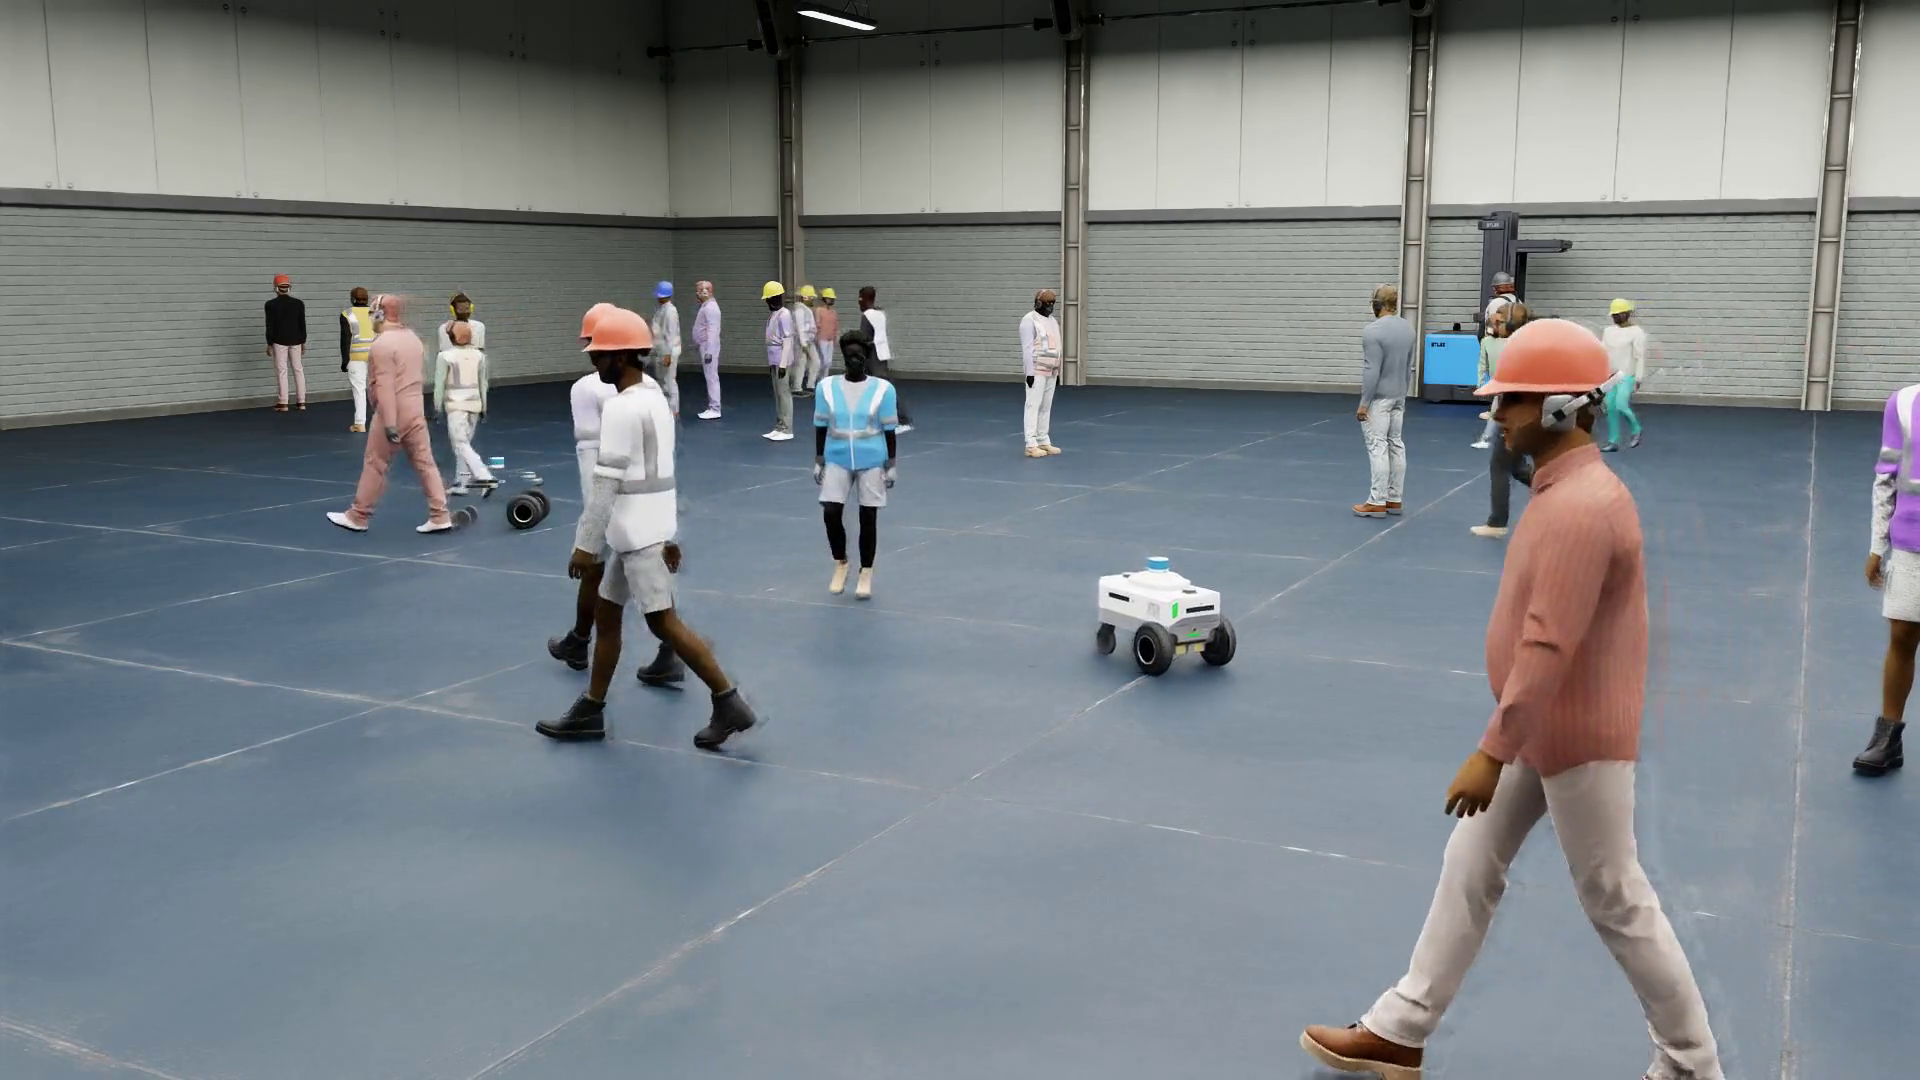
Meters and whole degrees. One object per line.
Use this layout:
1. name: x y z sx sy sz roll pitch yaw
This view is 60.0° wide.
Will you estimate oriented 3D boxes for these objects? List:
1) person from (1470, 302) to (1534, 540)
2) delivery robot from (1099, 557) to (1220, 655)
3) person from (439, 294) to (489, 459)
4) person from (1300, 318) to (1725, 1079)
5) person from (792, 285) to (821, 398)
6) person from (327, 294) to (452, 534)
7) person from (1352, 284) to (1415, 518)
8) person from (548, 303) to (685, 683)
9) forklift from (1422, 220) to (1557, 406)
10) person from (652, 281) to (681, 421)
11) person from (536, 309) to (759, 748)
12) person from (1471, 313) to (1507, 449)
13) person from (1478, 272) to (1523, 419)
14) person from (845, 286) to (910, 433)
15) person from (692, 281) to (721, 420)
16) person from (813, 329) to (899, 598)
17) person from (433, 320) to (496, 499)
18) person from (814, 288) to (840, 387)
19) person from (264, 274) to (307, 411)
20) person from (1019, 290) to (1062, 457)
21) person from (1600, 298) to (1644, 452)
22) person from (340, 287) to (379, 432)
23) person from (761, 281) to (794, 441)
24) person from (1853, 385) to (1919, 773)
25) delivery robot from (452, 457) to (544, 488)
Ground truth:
1. person: 4.310 -0.895 12.632 0.721 1.821 0.549 6 11 34
2. delivery robot: 1.044 0.333 8.776 0.477 0.478 0.707 -5 11 -30
3. person: -5.369 -1.734 17.888 0.521 1.809 0.694 -8 12 -39
4. person: 1.396 0.451 3.965 1.014 1.943 0.609 1 9 8
5. person: -2.452 -3.207 26.889 0.586 1.807 0.622 2 9 13
6. person: -4.455 -0.967 12.949 0.998 1.860 0.661 2 9 12
7. person: 3.547 -1.168 13.939 0.637 1.936 0.355 -8 12 -42
8. person: -1.726 -0.237 8.356 0.994 1.882 0.566 8 12 42
9. forklift: 8.245 -3.527 25.720 1.873 2.768 1.129 5 10 27
10. person: -4.017 -2.570 22.704 0.396 1.910 0.667 -5 10 -26
11. person: -1.341 -0.042 7.161 0.992 1.900 0.564 0 9 3
12. person: 6.309 -1.852 19.317 0.914 1.562 0.505 -5 11 -30
13. person: 7.464 -2.682 23.088 0.688 2.000 0.536 -8 12 -40
14. person: -1.095 -2.277 21.048 1.040 1.859 0.583 2 9 10
15. person: -3.512 -2.632 23.072 0.402 1.904 0.652 -2 9 -9
16. person: -0.649 -0.466 10.362 0.548 1.680 0.401 1 9 5
17. person: -4.450 -1.170 14.978 0.756 1.615 0.521 6 11 34
18. person: -2.231 -3.300 27.637 0.431 1.750 0.566 7 11 36
19. person: -9.919 -2.906 24.478 0.377 1.995 0.612 8 12 40
20. person: 0.921 -1.856 18.498 0.429 1.838 0.621 6 11 33
21. person: 7.499 -1.867 18.868 0.415 1.741 0.525 -5 10 -28
22. person: -7.631 -2.307 21.259 0.429 1.841 0.634 8 12 41
23. person: -2.203 -2.161 20.127 0.380 1.917 0.585 -3 10 -19
24. person: 3.914 0.017 6.632 0.372 1.935 0.551 -9 13 -44
25. delivery robot: -3.732 -0.552 13.436 0.698 0.223 0.335 -1 9 -4
